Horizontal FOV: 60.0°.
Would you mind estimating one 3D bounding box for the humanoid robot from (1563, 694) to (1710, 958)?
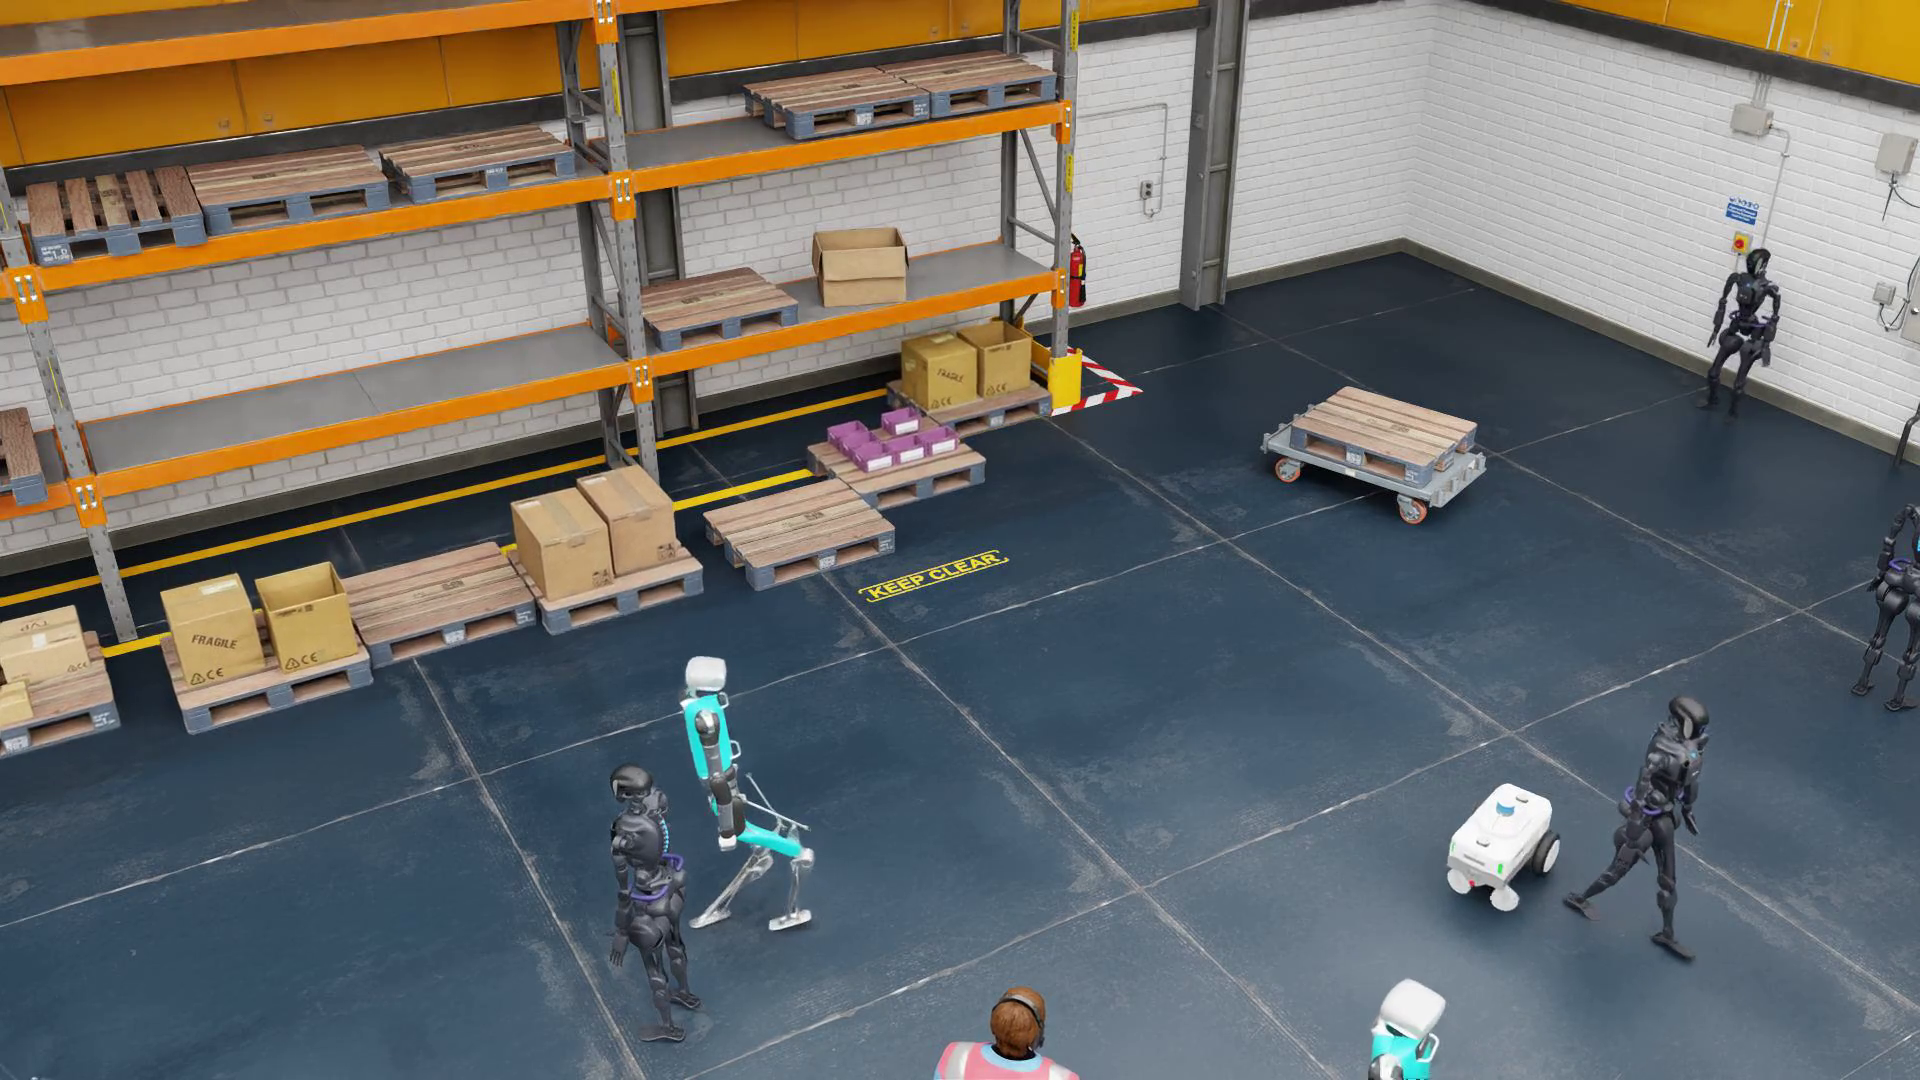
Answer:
[{"bbox_3d":[3.738,1.499,8.933,0.593,1.625,0.746,-20,35,-31],"label":"humanoid robot"}]

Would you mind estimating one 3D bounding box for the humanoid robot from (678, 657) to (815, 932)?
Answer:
[{"bbox_3d":[-1.086,1.400,9.036,0.883,1.790,0.578,-7,30,-13],"label":"humanoid robot"}]

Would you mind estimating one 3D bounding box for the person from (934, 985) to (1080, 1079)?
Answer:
[{"bbox_3d":[0.208,2.567,6.847,0.630,1.837,0.431,8,31,14],"label":"person"}]

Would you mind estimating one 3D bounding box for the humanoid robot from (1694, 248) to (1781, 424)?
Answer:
[{"bbox_3d":[6.974,-1.825,14.789,0.410,1.639,0.630,-20,35,-31],"label":"humanoid robot"}]

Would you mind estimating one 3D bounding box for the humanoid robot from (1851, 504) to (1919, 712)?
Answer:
[{"bbox_3d":[6.276,0.328,10.947,0.315,1.657,0.599,-17,34,-27],"label":"humanoid robot"}]

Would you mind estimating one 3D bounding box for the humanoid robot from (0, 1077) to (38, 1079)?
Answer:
[{"bbox_3d":[-4.426,2.342,7.325,0.999,1.735,0.558,-14,32,-23],"label":"humanoid robot"}]

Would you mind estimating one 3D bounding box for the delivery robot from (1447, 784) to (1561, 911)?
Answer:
[{"bbox_3d":[3.127,1.730,9.614,0.499,0.588,0.760,23,37,35],"label":"delivery robot"}]

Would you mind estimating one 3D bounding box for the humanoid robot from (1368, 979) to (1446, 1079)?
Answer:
[{"bbox_3d":[2.068,2.647,6.838,0.914,1.794,0.549,16,33,26],"label":"humanoid robot"}]

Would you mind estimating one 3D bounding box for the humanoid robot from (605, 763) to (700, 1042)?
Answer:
[{"bbox_3d":[-1.556,1.808,8.329,0.315,1.657,0.599,8,30,14],"label":"humanoid robot"}]
